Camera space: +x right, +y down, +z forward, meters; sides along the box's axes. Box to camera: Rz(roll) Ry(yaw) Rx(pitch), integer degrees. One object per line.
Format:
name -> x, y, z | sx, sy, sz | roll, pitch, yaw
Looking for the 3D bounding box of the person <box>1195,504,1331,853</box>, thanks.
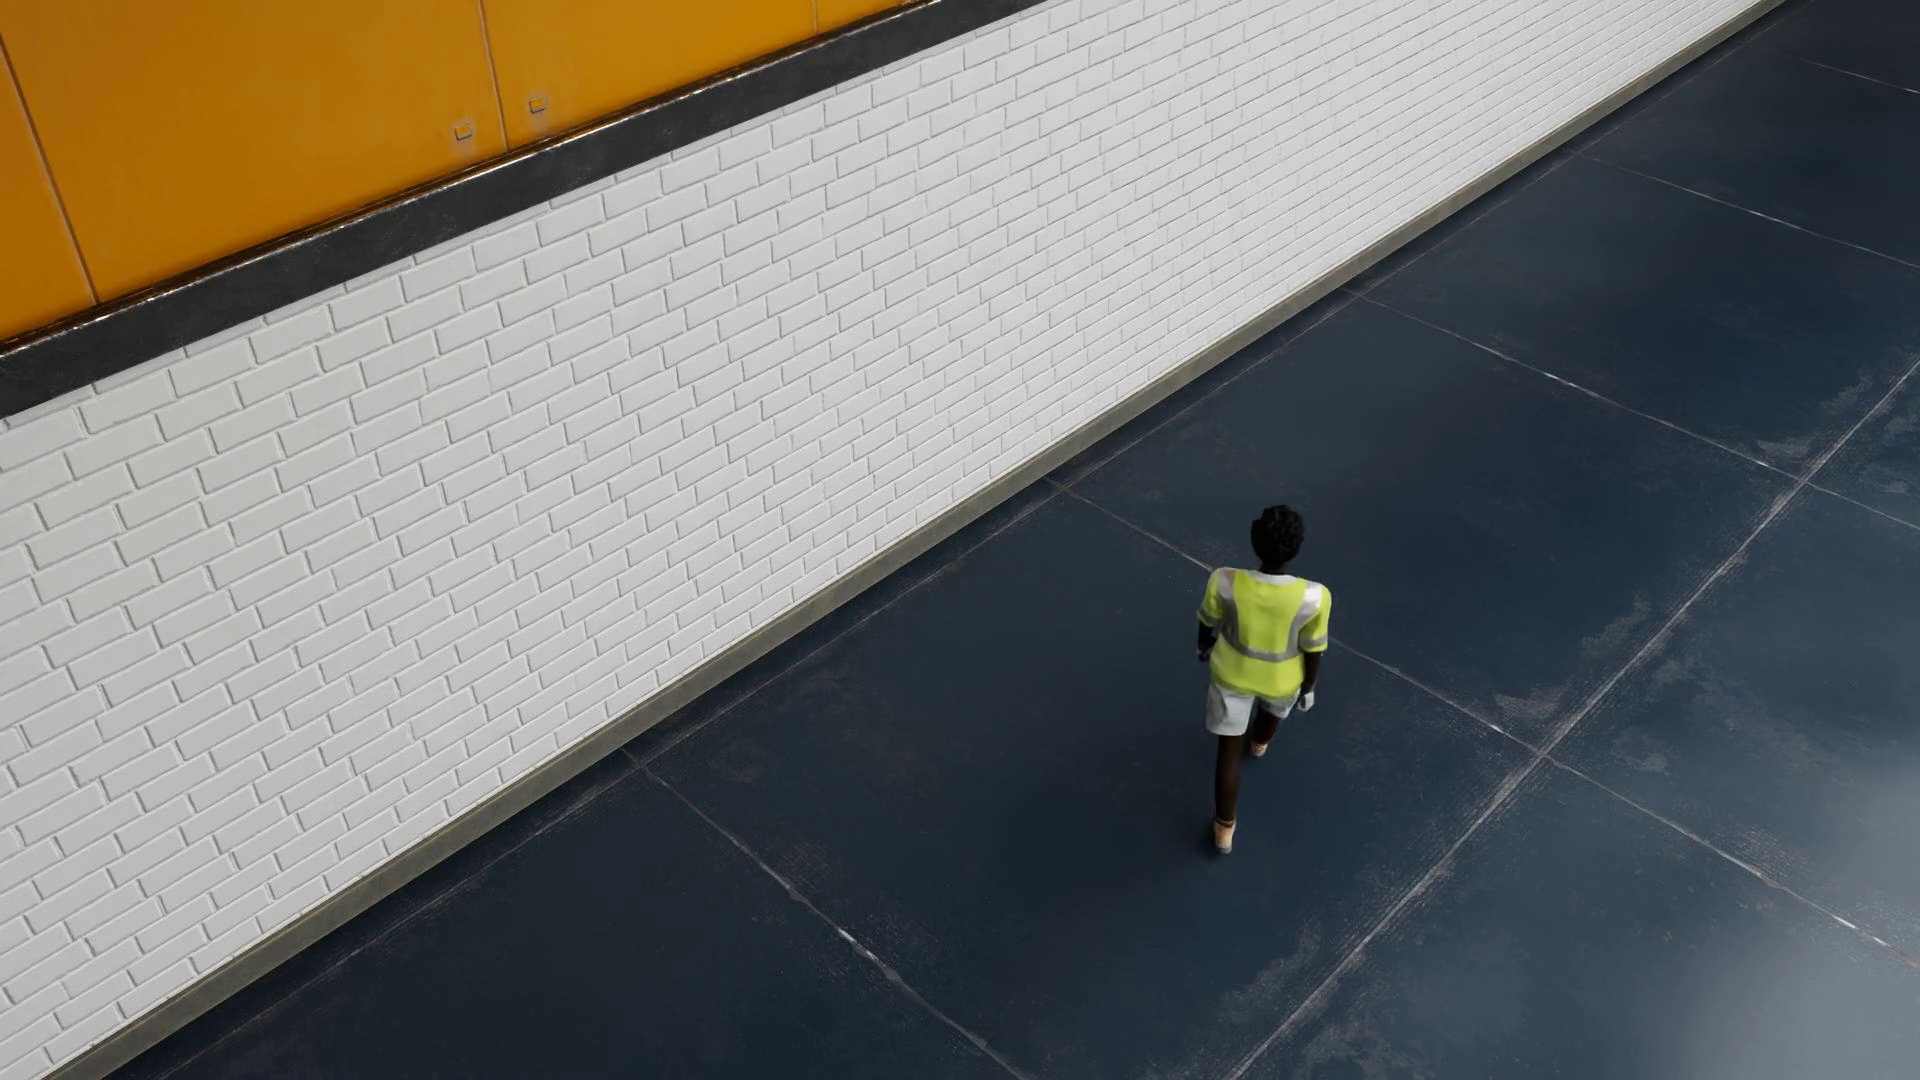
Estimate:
person -> 1.275, 0.522, 7.154 | 0.548, 1.642, 0.886 | 8, 39, 10
